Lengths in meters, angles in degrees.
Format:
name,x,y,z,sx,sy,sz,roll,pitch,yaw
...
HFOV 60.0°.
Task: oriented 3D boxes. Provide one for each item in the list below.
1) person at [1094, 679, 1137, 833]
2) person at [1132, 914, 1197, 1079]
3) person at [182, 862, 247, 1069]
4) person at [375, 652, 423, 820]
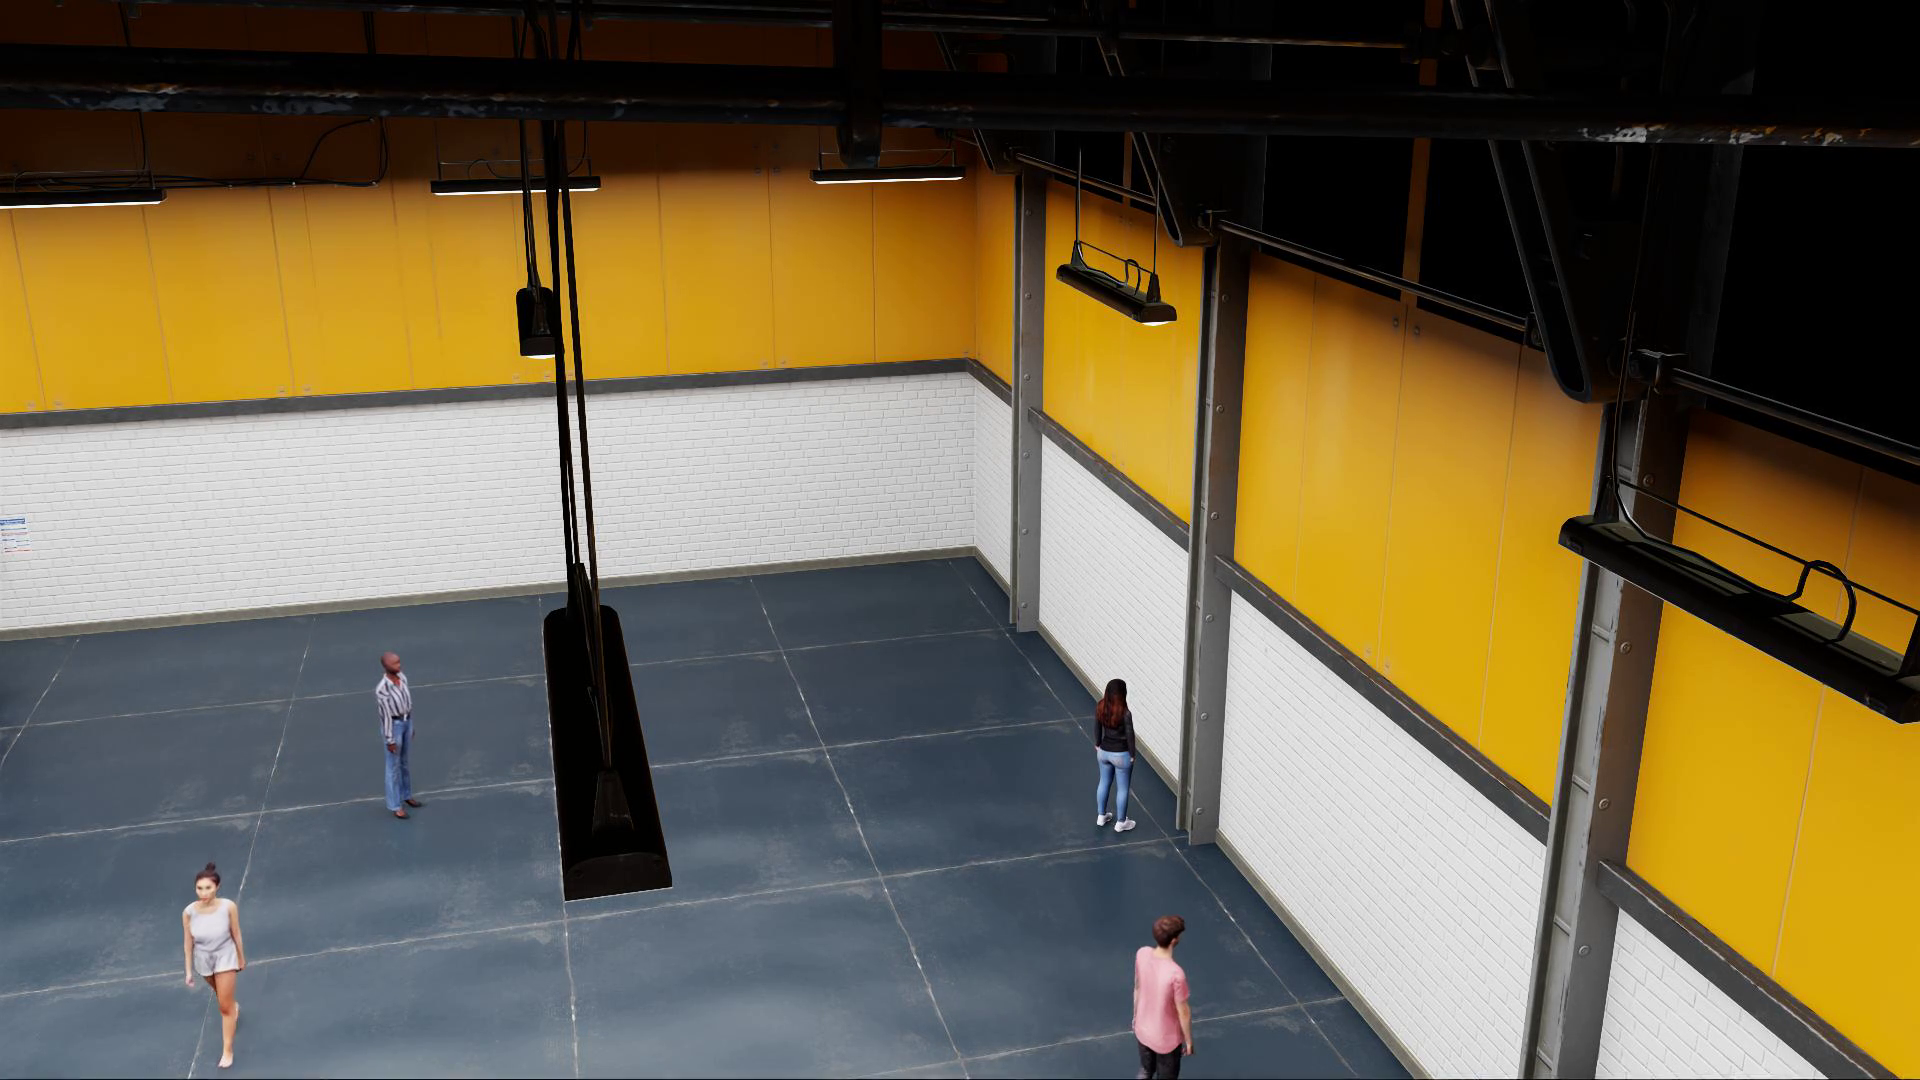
name,x,y,z,sx,sy,sz,roll,pitch,yaw
person,1.584,2.172,16.952,0.685,1.634,0.780,15,24,38
person,1.411,3.622,12.145,0.857,1.955,0.771,-16,25,-40
person,-6.022,3.375,13.500,0.645,1.558,1.100,-3,19,-9
person,-5.837,1.993,17.232,0.754,1.794,0.632,4,19,12
